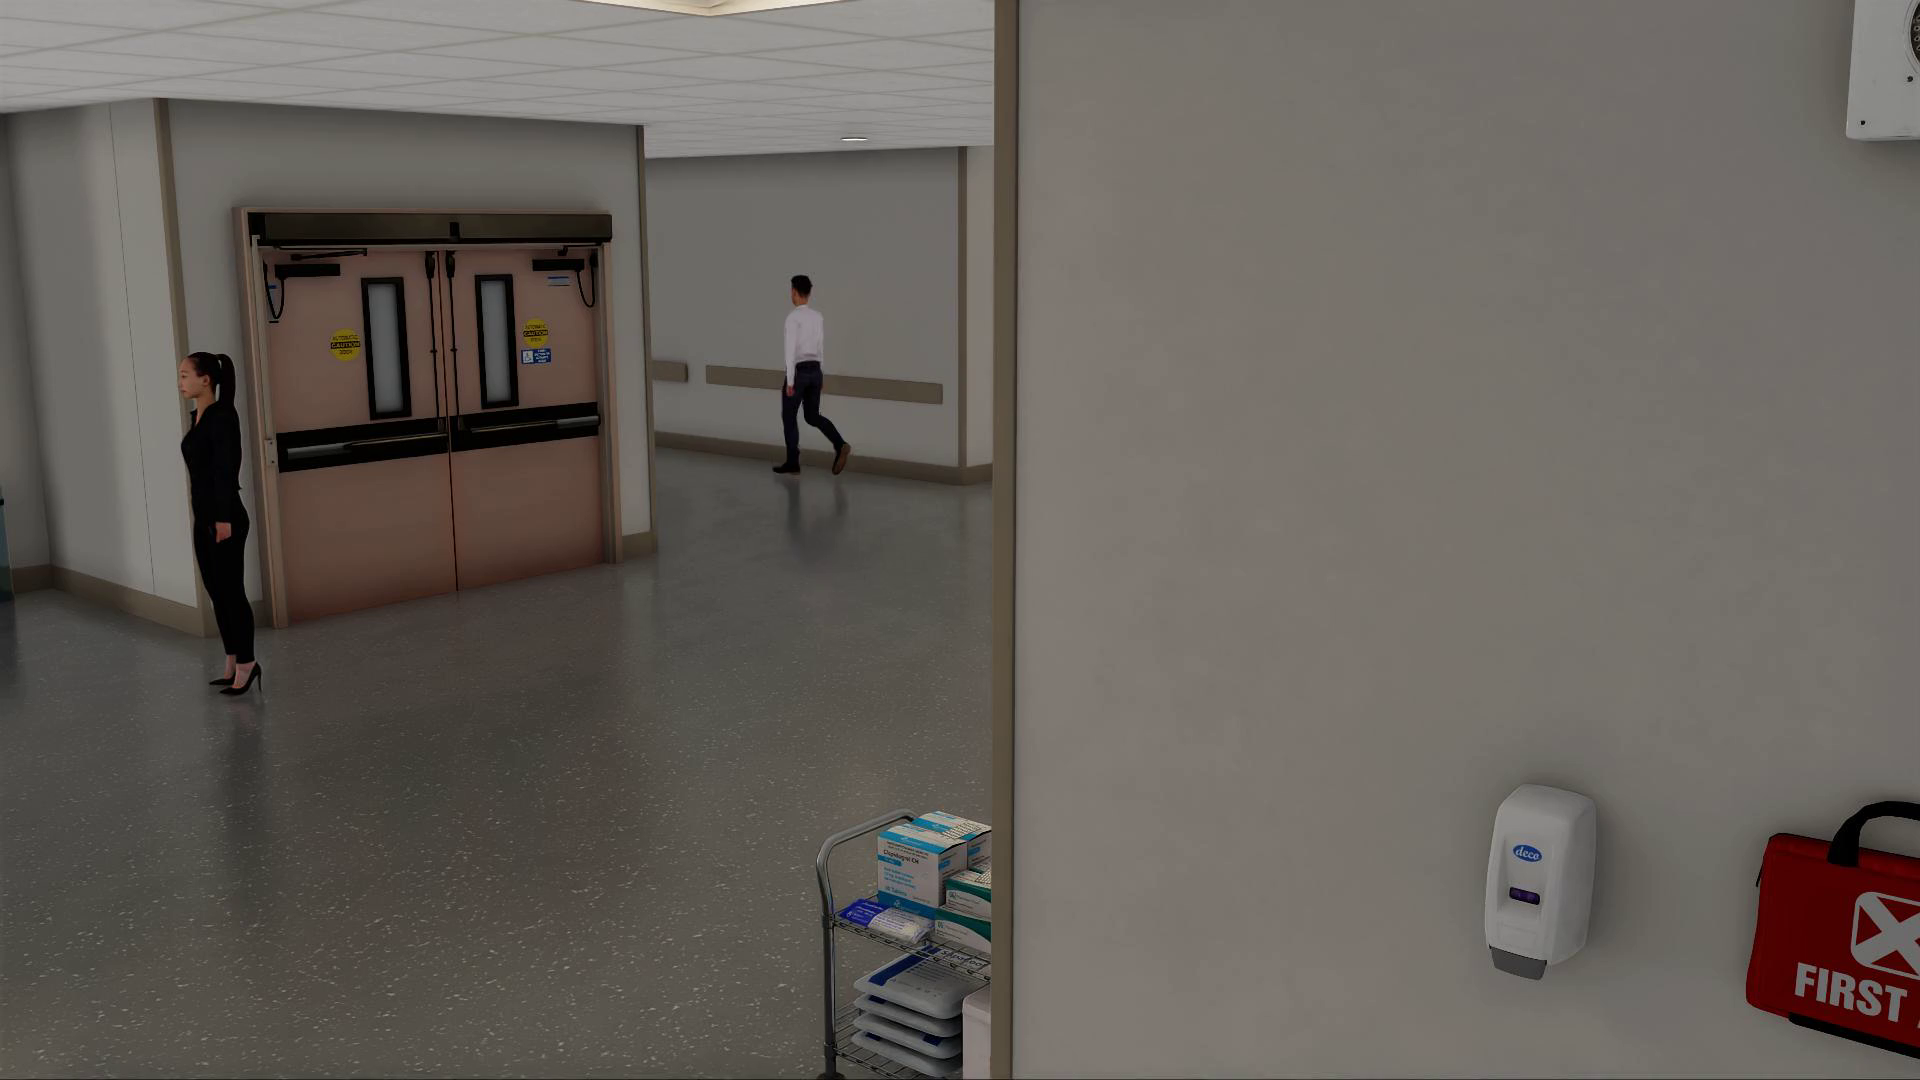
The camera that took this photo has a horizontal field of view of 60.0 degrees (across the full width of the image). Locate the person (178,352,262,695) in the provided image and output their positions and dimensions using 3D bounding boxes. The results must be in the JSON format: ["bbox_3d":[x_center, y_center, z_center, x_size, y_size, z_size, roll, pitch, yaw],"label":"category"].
[{"bbox_3d":[-3.679,-0.083,8.261,0.505,1.710,0.581,-10,15,-43],"label":"person"}]

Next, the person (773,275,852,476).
[{"bbox_3d":[-1.356,-1.483,15.293,0.698,1.840,1.024,8,13,36],"label":"person"}]
